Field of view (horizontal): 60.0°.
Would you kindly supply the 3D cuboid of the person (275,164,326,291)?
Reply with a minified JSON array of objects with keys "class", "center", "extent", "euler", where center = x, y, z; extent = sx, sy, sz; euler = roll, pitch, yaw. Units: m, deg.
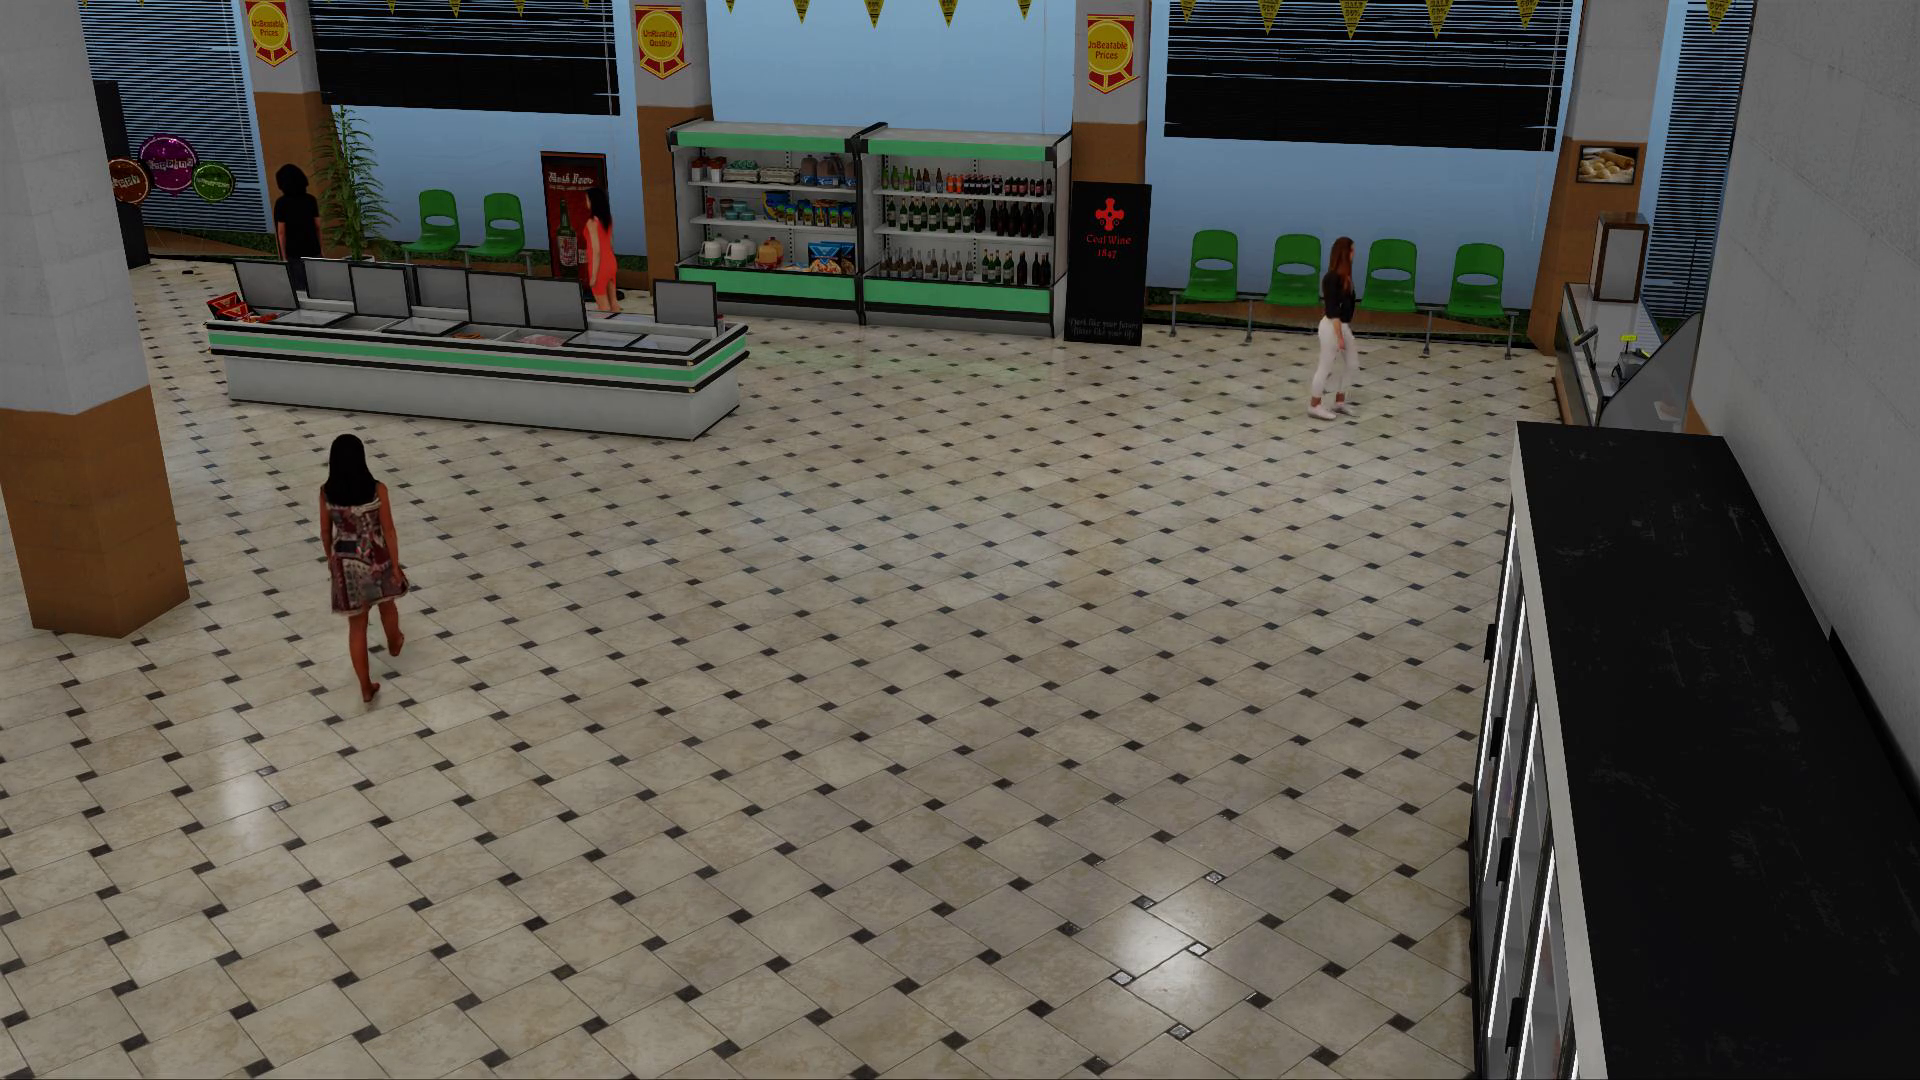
[{"class":"person","center":[-7.137,-3.157,18.068],"extent":[0.701,1.826,0.719],"euler":[-18,28,-38]}]

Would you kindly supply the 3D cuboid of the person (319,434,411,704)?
[{"class":"person","center":[-3.620,0.201,10.023],"extent":[1.132,1.594,0.976],"euler":[-3,22,-8]}]

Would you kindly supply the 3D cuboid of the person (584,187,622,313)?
[{"class":"person","center":[-3.734,-2.829,17.396],"extent":[0.502,1.719,0.594],"euler":[7,23,16]}]

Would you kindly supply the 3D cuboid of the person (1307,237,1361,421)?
[{"class":"person","center":[3.343,-1.921,15.174],"extent":[0.769,1.689,0.705],"euler":[14,26,31]}]
